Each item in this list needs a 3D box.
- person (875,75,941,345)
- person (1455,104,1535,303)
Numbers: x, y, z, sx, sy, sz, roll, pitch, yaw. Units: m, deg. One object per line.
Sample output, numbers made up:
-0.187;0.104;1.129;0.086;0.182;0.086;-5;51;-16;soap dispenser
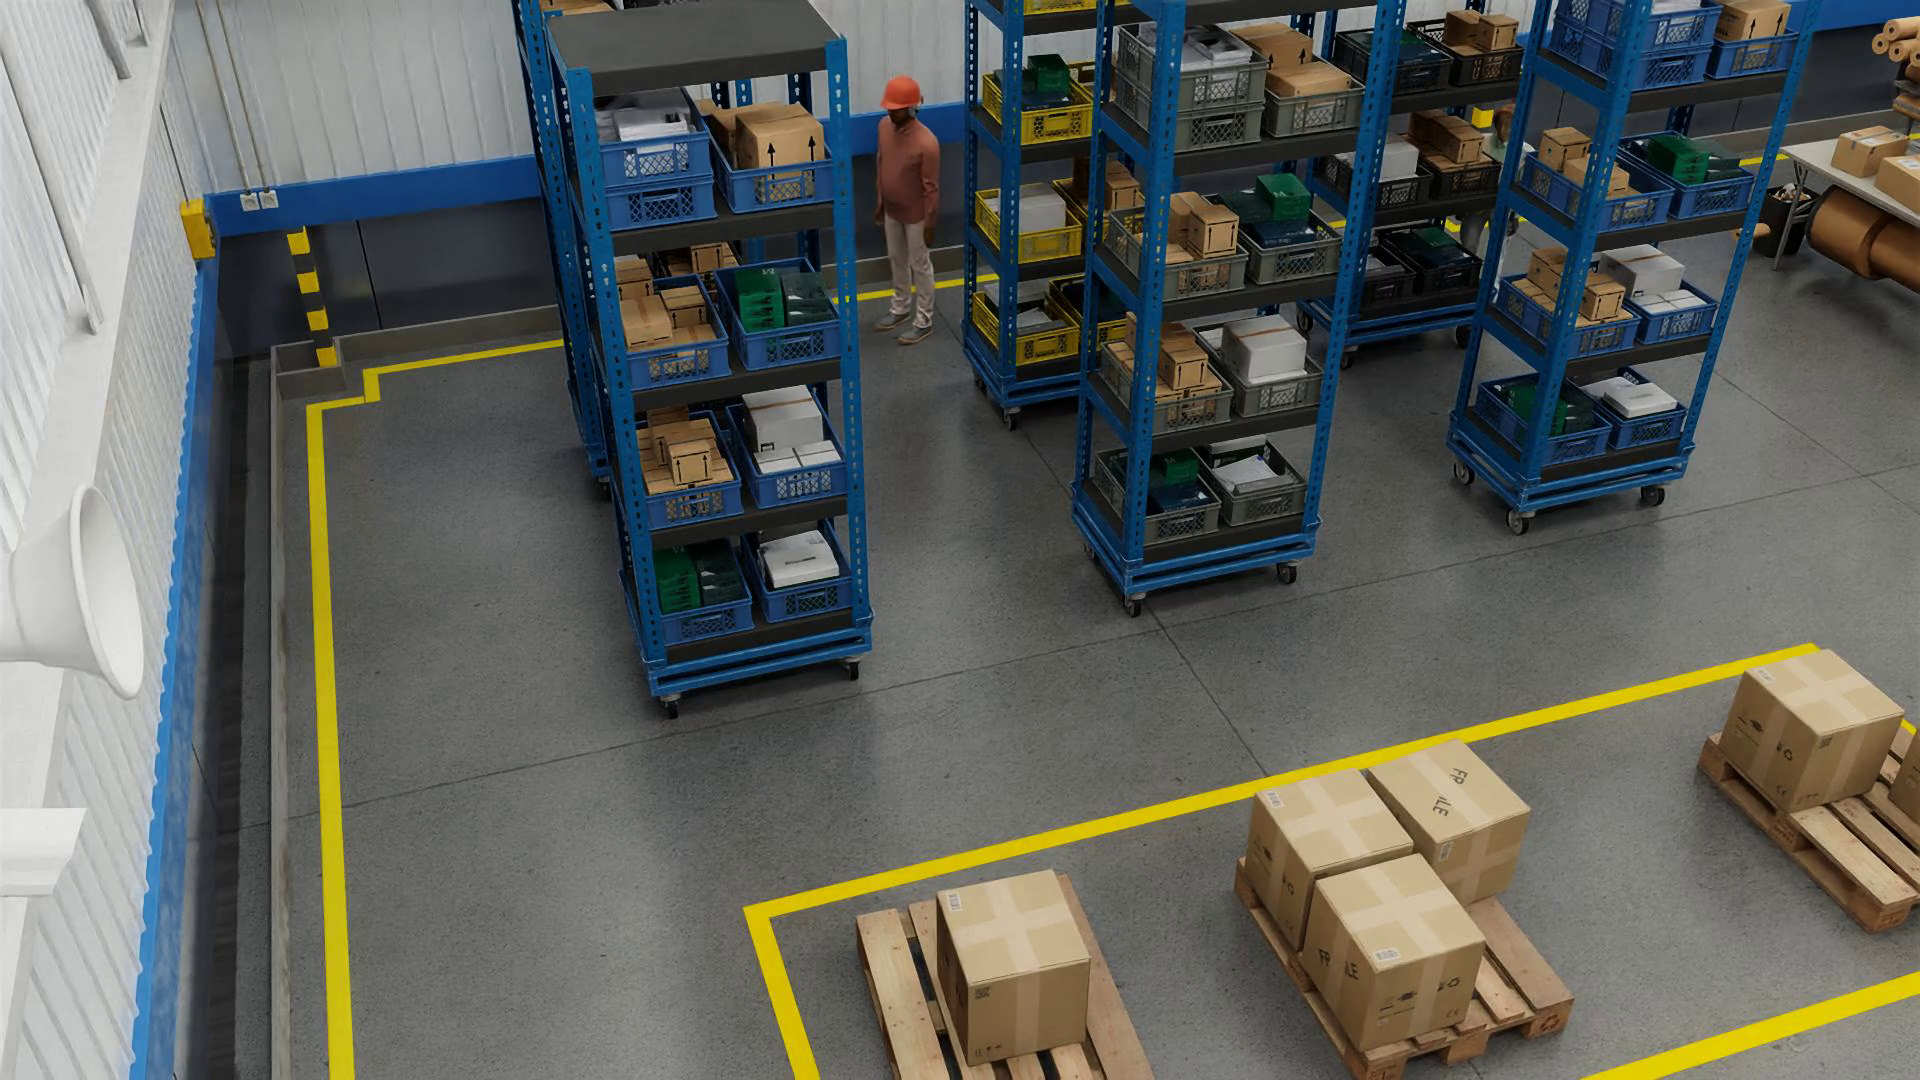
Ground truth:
-0.387;-2.359;11.905;0.398;1.989;0.617;-27;43;-33;person
3.915;-2.433;12.297;0.514;1.645;0.308;21;40;27;person
